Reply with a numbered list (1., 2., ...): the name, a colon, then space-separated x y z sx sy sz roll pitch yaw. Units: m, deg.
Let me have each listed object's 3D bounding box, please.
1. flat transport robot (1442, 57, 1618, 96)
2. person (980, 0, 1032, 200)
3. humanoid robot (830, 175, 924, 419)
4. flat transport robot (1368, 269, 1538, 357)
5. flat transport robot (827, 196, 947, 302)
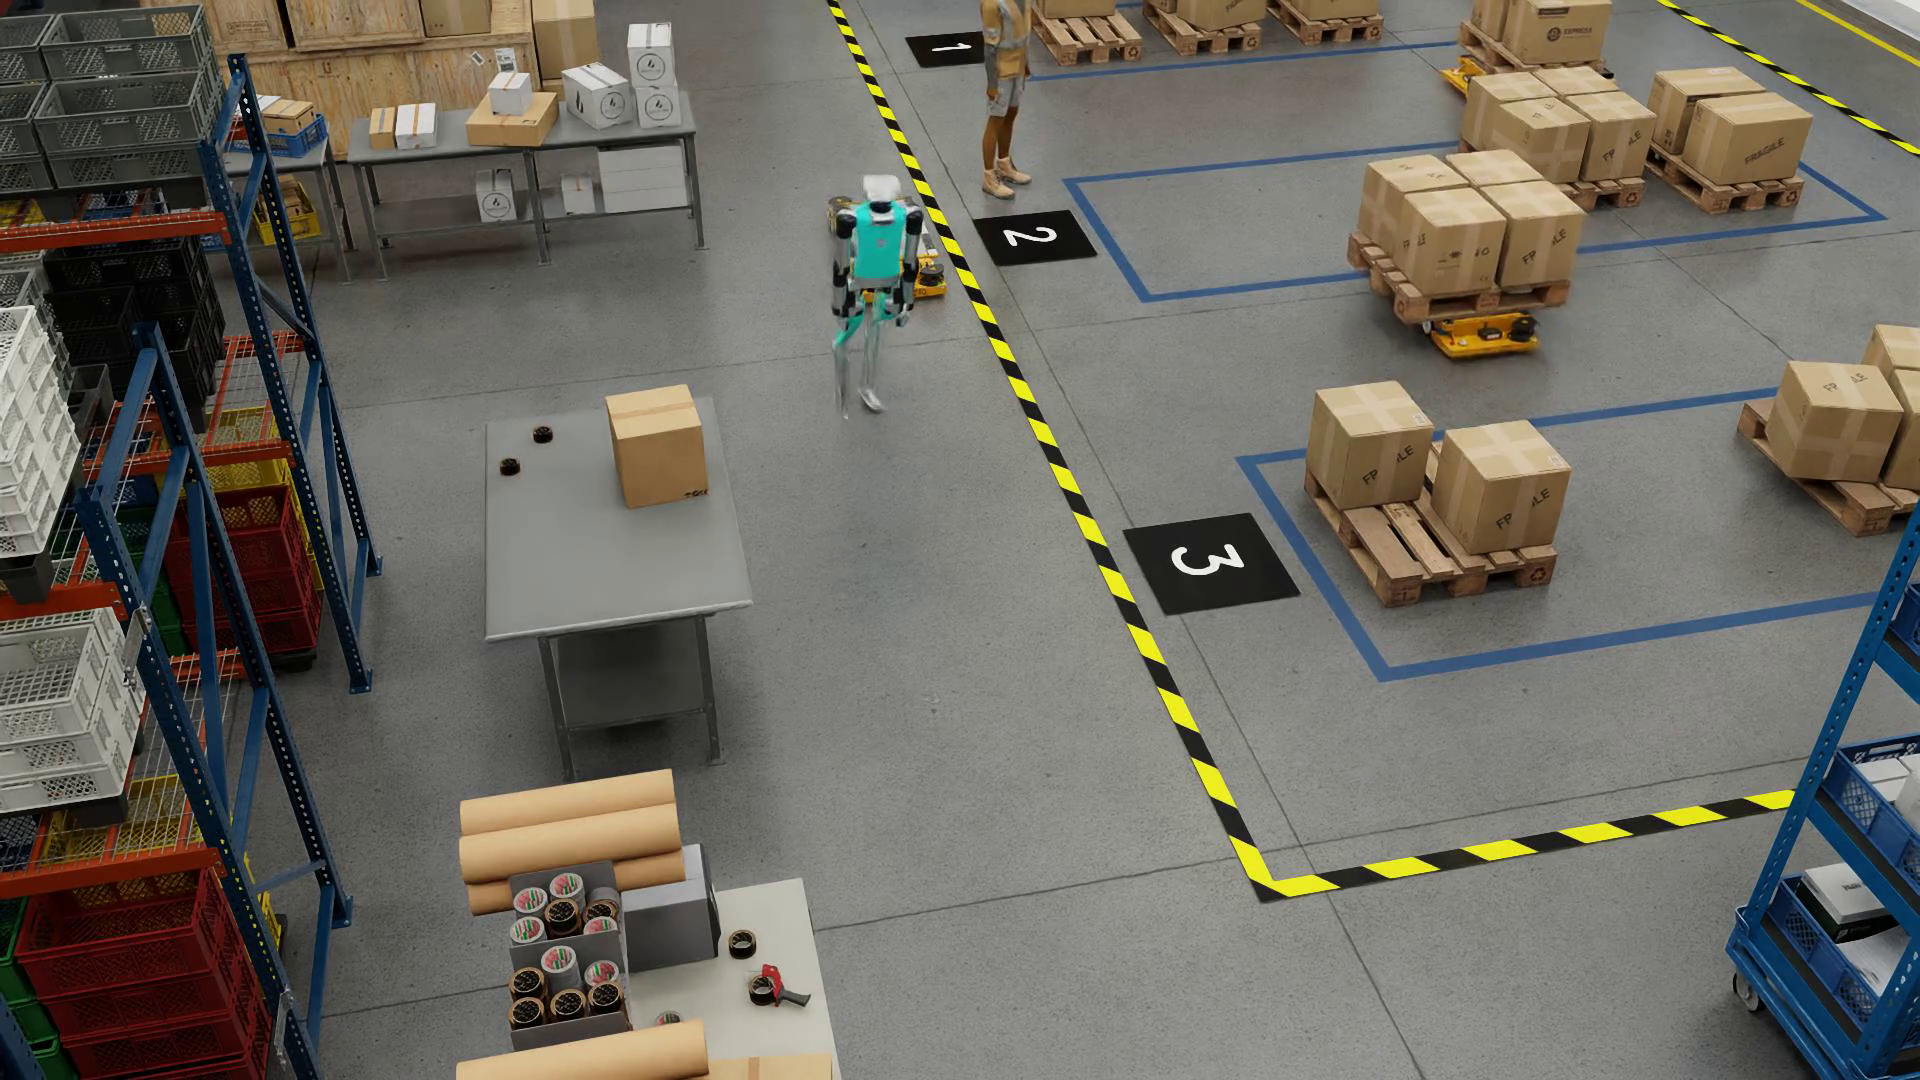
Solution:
1. flat transport robot: 5.249 -4.300 15.309 1.431 0.197 0.652 -8 37 -10
2. person: 0.404 -3.700 13.052 0.406 2.030 0.608 20 41 24
3. humanoid robot: -0.560 -1.538 10.415 0.565 1.797 0.812 -8 37 -11
4. flat transport robot: 3.503 -1.768 11.907 0.652 0.197 1.431 -8 37 -10
5. flat transport robot: -0.570 -2.220 12.538 0.659 0.231 1.431 -8 37 -10
